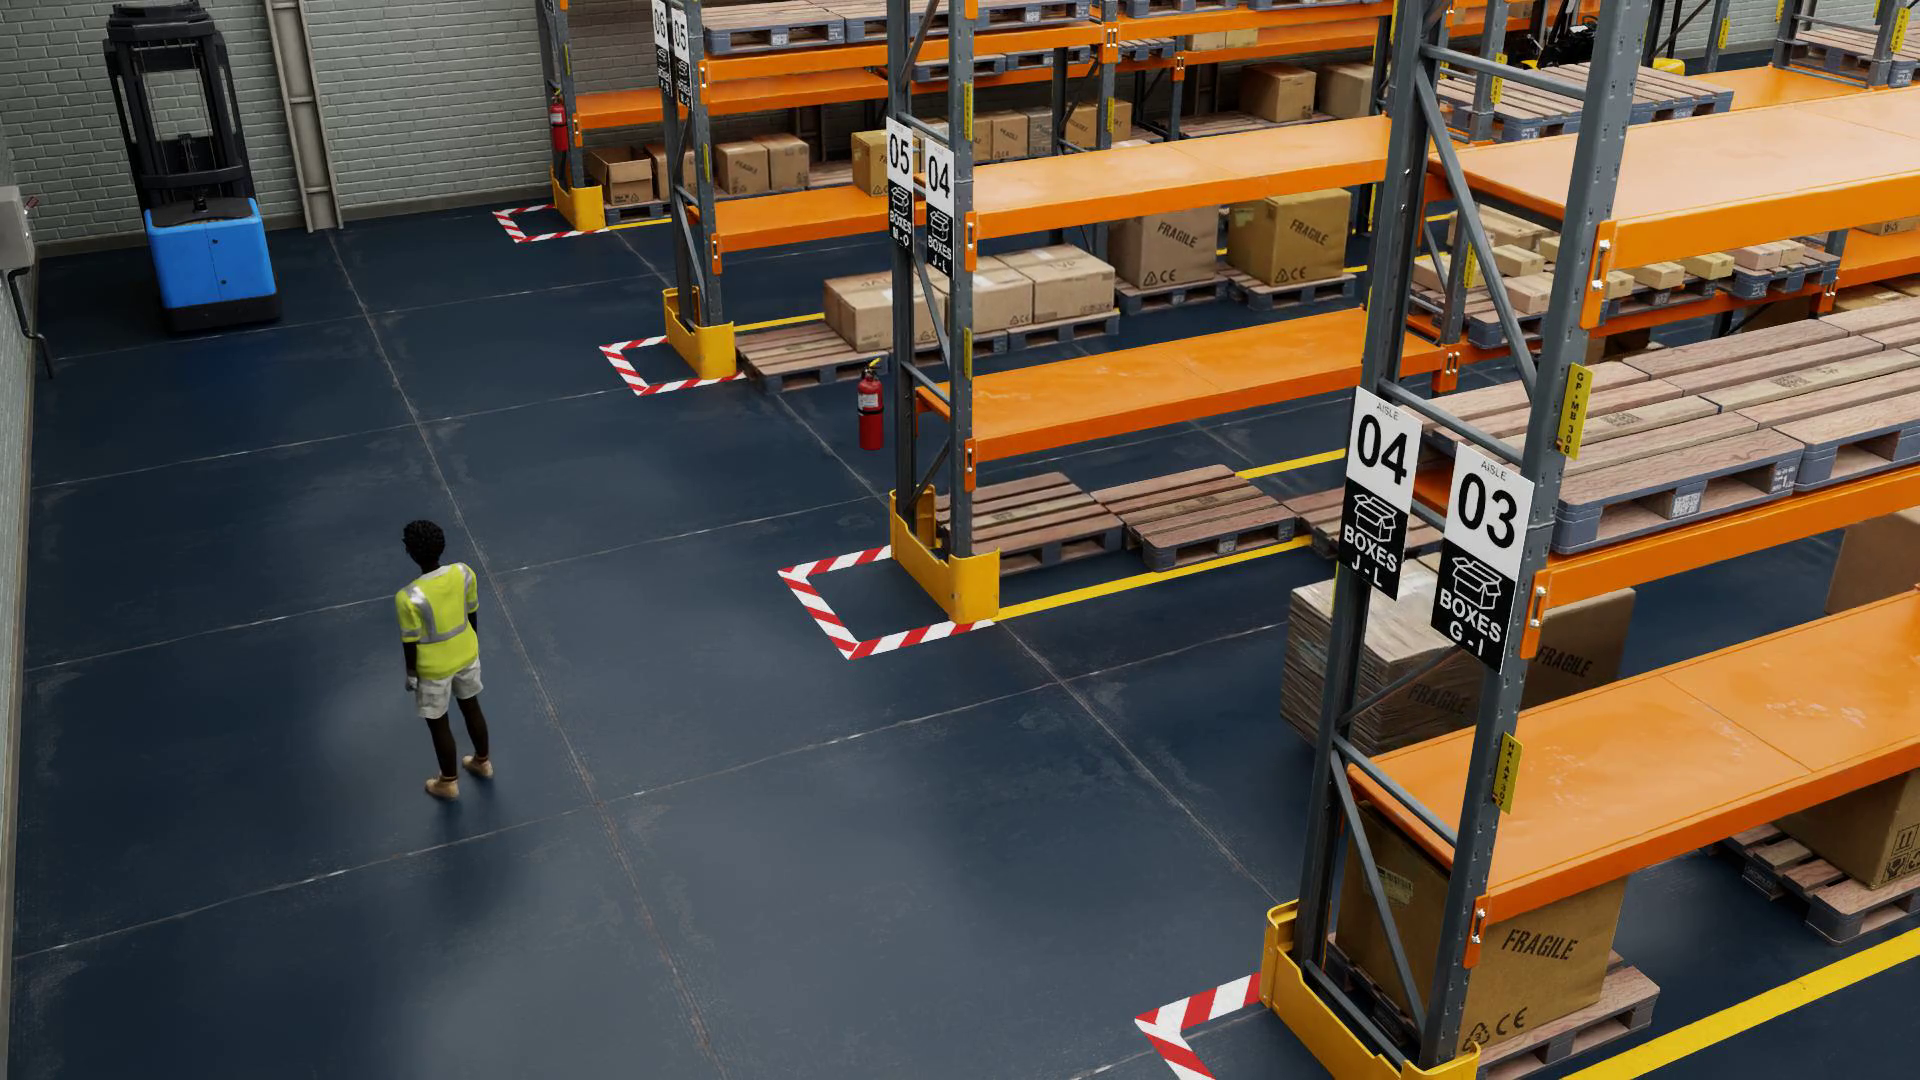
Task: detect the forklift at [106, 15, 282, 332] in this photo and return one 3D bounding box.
[{"bbox_3d":[-7.548,-3.672,16.323,1.129,2.768,1.873,-12,30,-22],"label":"forklift"}]

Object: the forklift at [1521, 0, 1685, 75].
[{"bbox_3d":[8.950,-6.807,23.056,1.214,2.155,2.313,-12,30,-22],"label":"forklift"}]

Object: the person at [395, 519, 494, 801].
[{"bbox_3d":[-2.875,0.666,9.287,0.319,1.687,0.537,16,31,27],"label":"person"}]
